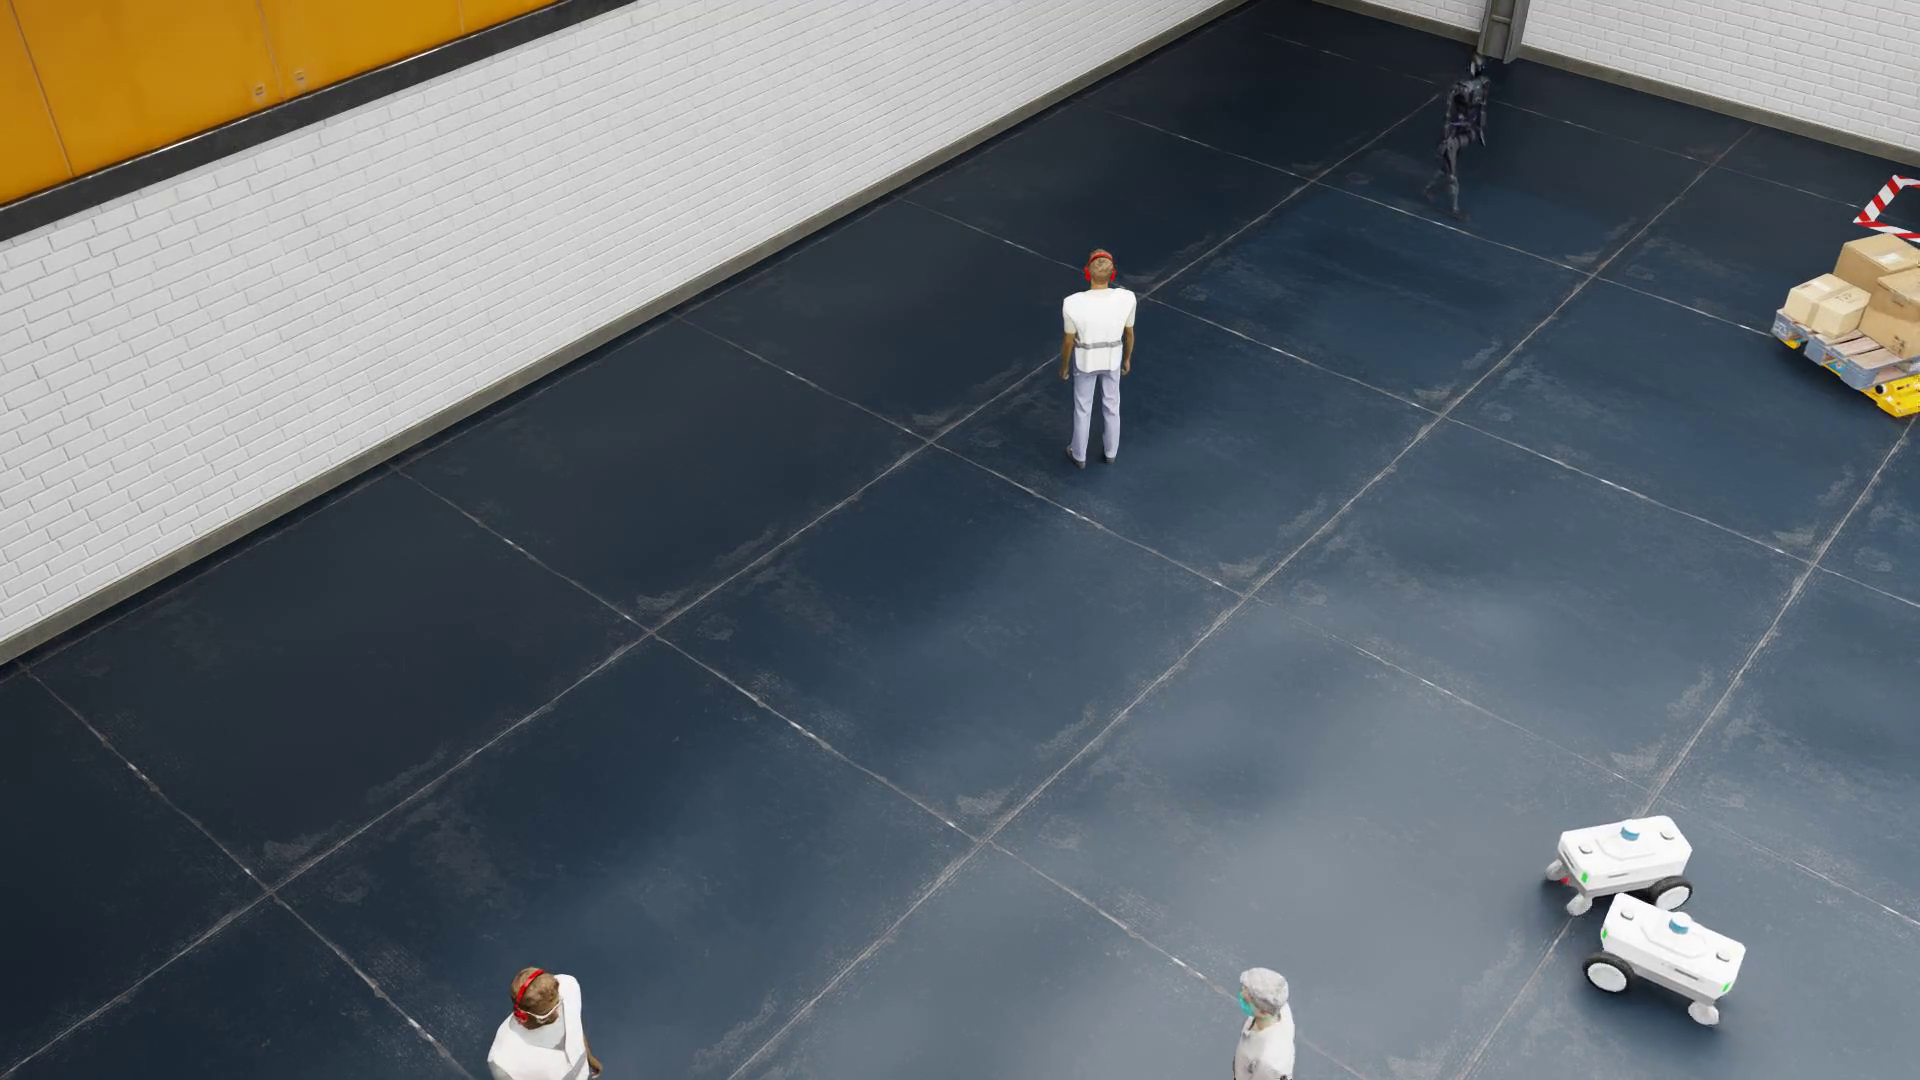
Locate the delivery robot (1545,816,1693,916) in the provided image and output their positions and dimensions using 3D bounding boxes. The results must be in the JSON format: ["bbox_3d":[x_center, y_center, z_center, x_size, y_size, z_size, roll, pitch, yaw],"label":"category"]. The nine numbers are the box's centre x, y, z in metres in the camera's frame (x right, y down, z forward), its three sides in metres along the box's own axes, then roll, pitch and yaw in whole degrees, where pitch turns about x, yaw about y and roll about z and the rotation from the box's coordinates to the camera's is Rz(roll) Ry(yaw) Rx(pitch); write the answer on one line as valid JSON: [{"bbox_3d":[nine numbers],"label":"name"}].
[{"bbox_3d":[3.868,1.869,9.732,0.788,0.587,0.499,-7,39,-9],"label":"delivery robot"}]

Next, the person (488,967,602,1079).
[{"bbox_3d":[-1.915,2.600,7.805,0.373,1.840,0.568,16,42,19],"label":"person"}]

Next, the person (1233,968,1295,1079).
[{"bbox_3d":[1.447,2.643,7.849,0.564,1.718,0.487,4,39,4],"label":"person"}]

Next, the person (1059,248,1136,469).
[{"bbox_3d":[1.044,-1.351,12.706,0.564,1.847,0.389,-5,39,-6],"label":"person"}]

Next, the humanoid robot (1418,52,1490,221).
[{"bbox_3d":[4.847,-3.938,16.094,0.585,1.625,0.786,-22,44,-25],"label":"humanoid robot"}]

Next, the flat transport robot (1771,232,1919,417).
[{"bbox_3d":[7.722,-1.553,14.214,0.659,0.231,1.431,-14,41,-17],"label":"flat transport robot"}]

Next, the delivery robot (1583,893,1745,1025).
[{"bbox_3d":[3.891,2.285,9.237,0.790,0.614,0.499,22,44,25],"label":"delivery robot"}]
